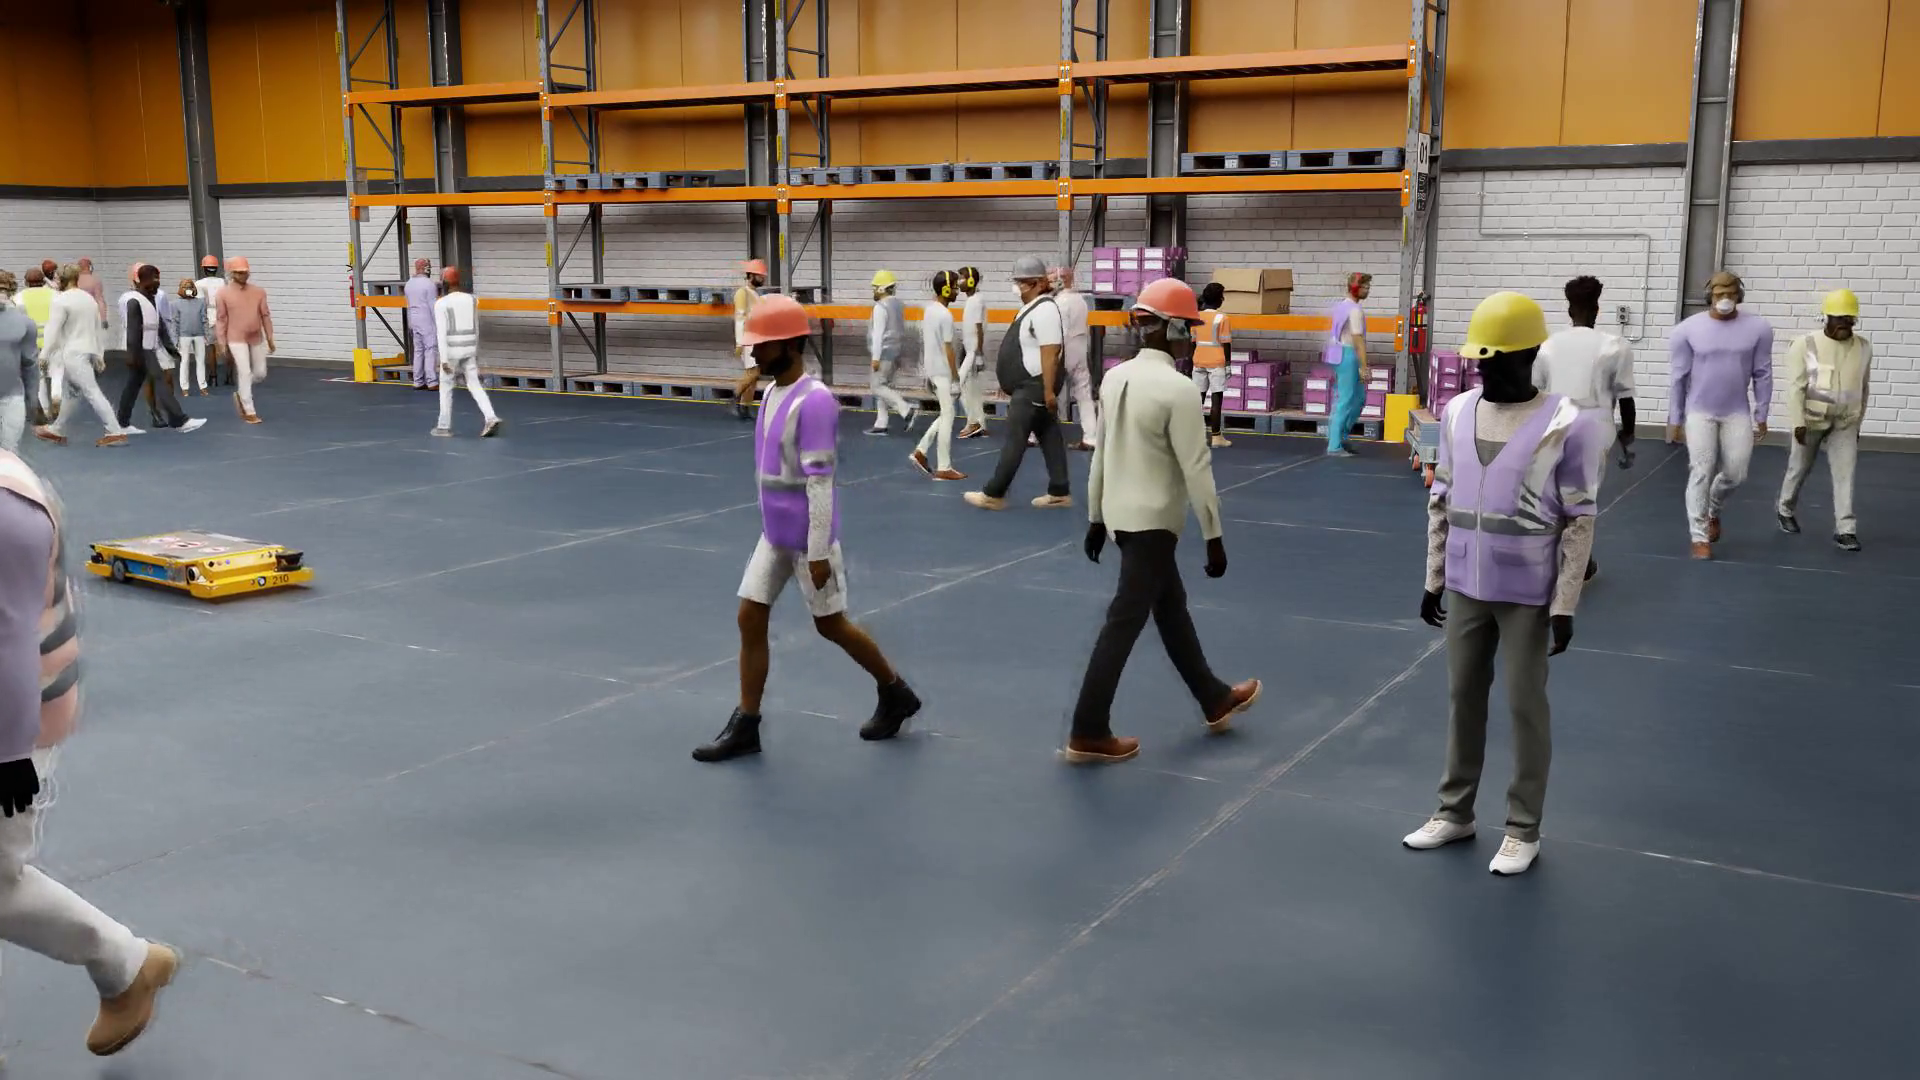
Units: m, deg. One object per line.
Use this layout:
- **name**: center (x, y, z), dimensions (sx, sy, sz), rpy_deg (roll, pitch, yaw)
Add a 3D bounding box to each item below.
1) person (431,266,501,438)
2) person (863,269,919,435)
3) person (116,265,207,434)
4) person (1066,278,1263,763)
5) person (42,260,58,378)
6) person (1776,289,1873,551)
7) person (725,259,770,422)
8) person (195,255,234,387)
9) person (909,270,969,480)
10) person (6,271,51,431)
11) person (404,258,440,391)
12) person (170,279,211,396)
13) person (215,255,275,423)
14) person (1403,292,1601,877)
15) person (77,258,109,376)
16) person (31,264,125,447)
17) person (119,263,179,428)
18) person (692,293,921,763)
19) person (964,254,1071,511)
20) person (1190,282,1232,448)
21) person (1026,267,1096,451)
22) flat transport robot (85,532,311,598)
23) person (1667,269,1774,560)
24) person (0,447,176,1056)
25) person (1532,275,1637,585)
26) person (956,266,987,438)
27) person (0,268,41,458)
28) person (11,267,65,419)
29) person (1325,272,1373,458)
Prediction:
- **person**: center (-5.391, -2.020, 17.958), dimensions (0.869, 1.858, 0.590), rpy_deg (8, 13, 38)
- **person**: center (-0.759, -2.023, 18.080), dimensions (0.610, 1.818, 0.607), rpy_deg (3, 11, 19)
- **person**: center (-8.874, -2.083, 18.298), dimensions (1.021, 1.856, 0.617), rpy_deg (-2, 10, -12)
- **person**: center (0.864, -0.082, 6.757), dimensions (1.054, 1.923, 0.662), rpy_deg (-4, 11, -24)
- **person**: center (-14.398, -3.507, 26.409), dimensions (0.349, 1.863, 0.742), rpy_deg (-3, 10, -15)
- **person**: center (6.046, -0.861, 11.633), dimensions (0.573, 1.782, 0.953), rpy_deg (1, 10, 8)
- **person**: center (-2.447, -2.339, 19.589), dimensions (0.449, 1.914, 0.575), rpy_deg (3, 11, 18)
- **person**: center (-11.037, -3.237, 24.616), dimensions (0.357, 1.937, 0.550), rpy_deg (9, 14, 42)
- **person**: center (-0.157, -1.434, 14.646), dimensions (0.420, 1.851, 0.564), rpy_deg (-4, 11, -21)
- **person**: center (-10.517, -2.057, 18.321), dimensions (0.973, 1.804, 0.518), rpy_deg (0, 10, 1)
- **person**: center (-7.663, -3.087, 23.886), dimensions (0.645, 1.901, 0.404), rpy_deg (8, 13, 38)
- **person**: center (-10.677, -2.811, 23.092), dimensions (0.494, 1.624, 0.279), rpy_deg (-9, 14, -42)
- **person**: center (-8.459, -2.373, 19.628), dimensions (0.740, 1.971, 0.628), rpy_deg (8, 13, 39)
- **person**: center (1.786, 0.147, 5.512), dimensions (0.381, 1.918, 0.584), rpy_deg (-8, 13, -39)
- **person**: center (-13.858, -3.533, 26.465), dimensions (0.662, 1.873, 0.608), rpy_deg (4, 11, 23)
- **person**: center (-9.147, -1.892, 17.173), dimensions (1.049, 1.886, 0.648), rpy_deg (0, 10, 1)
- **person**: center (-9.155, -2.188, 18.840), dimensions (0.605, 1.879, 0.656), rpy_deg (-8, 13, -37)
- **person**: center (-0.599, -0.055, 6.760), dimensions (0.961, 1.895, 0.547), rpy_deg (-6, 12, -31)
- **person**: center (0.454, -1.247, 13.056), dimensions (0.953, 2.000, 0.693), rpy_deg (0, 10, 0)
- **person**: center (2.597, -1.801, 17.166), dimensions (0.317, 1.696, 0.538), rpy_deg (-8, 13, -40)
- **person**: center (1.002, -1.836, 16.914), dimensions (1.013, 1.849, 0.635), rpy_deg (7, 12, 33)
- **flat transport robot**: center (-4.720, 0.130, 10.269), dimensions (1.431, 0.197, 0.652), rpy_deg (7, 12, 35)
- **person**: center (5.030, -0.837, 11.084), dimensions (0.658, 1.917, 0.584), rpy_deg (2, 10, 11)
- **person**: center (-2.373, 0.452, 4.035), dimensions (0.631, 1.829, 0.667), rpy_deg (-10, 14, -44)
- **person**: center (3.628, -0.602, 9.815), dimensions (1.061, 1.902, 0.608), rpy_deg (-10, 14, -43)
- **person**: center (0.078, -2.004, 17.884), dimensions (0.514, 1.850, 0.549), rpy_deg (-1, 10, -8)
- **person**: center (-7.088, -1.031, 12.199), dimensions (0.650, 1.919, 0.601), rpy_deg (-10, 14, -43)
- **person**: center (-10.895, -2.323, 19.764), dimensions (0.635, 1.827, 0.701), rpy_deg (-5, 11, -24)
- **person**: center (3.821, -1.696, 16.238), dimensions (0.522, 1.814, 0.584), rpy_deg (0, 10, 2)
